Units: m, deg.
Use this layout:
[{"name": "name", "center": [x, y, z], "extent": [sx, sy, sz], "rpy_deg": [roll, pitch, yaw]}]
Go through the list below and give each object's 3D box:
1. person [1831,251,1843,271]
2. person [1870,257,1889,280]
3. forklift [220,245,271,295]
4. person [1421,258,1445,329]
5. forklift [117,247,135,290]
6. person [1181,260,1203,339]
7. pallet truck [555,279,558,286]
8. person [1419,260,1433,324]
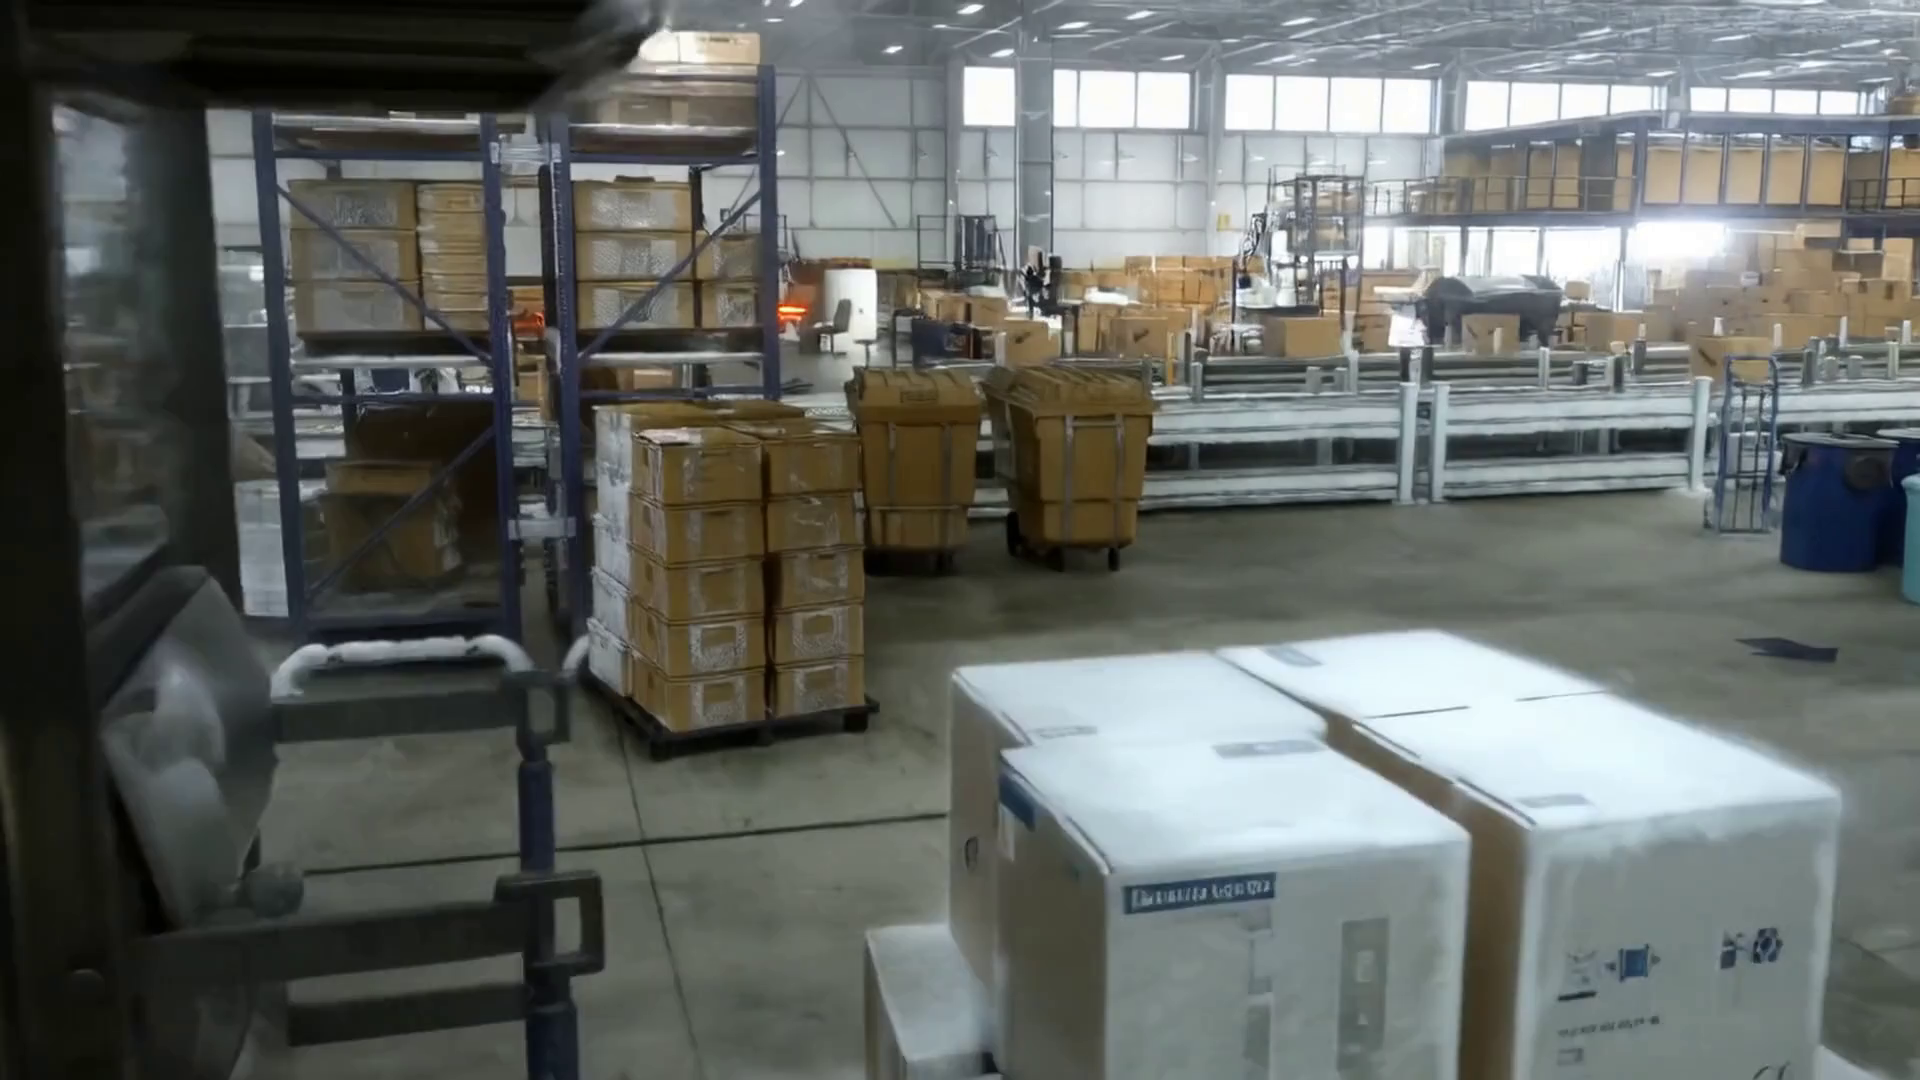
[{"name": "person", "center": [22.989, -6.646, 43.963], "extent": [0.688, 2.000, 0.538], "rpy_deg": [10, 14, 43]}, {"name": "person", "center": [24.033, -6.482, 43.559], "extent": [0.597, 1.872, 1.021], "rpy_deg": [-3, 10, -15]}, {"name": "forklift", "center": [-17.749, -6.334, 41.440], "extent": [1.157, 1.987, 2.680], "rpy_deg": [-3, 10, -17]}, {"name": "person", "center": [12.183, -6.318, 42.730], "extent": [0.580, 1.836, 1.004], "rpy_deg": [-3, 10, -16]}, {"name": "forklift", "center": [-19.966, -6.232, 40.894], "extent": [1.157, 1.987, 2.680], "rpy_deg": [-3, 10, -15]}, {"name": "person", "center": [5.384, -5.602, 38.684], "extent": [0.532, 1.827, 0.966], "rpy_deg": [0, 10, -2]}, {"name": "pallet truck", "center": [-10.604, -6.375, 44.520], "extent": [0.653, 1.274, 1.630], "rpy_deg": [-3, 10, -15]}, {"name": "person", "center": [12.698, -6.725, 45.217], "extent": [0.341, 1.756, 0.519], "rpy_deg": [-10, 14, -43]}]
